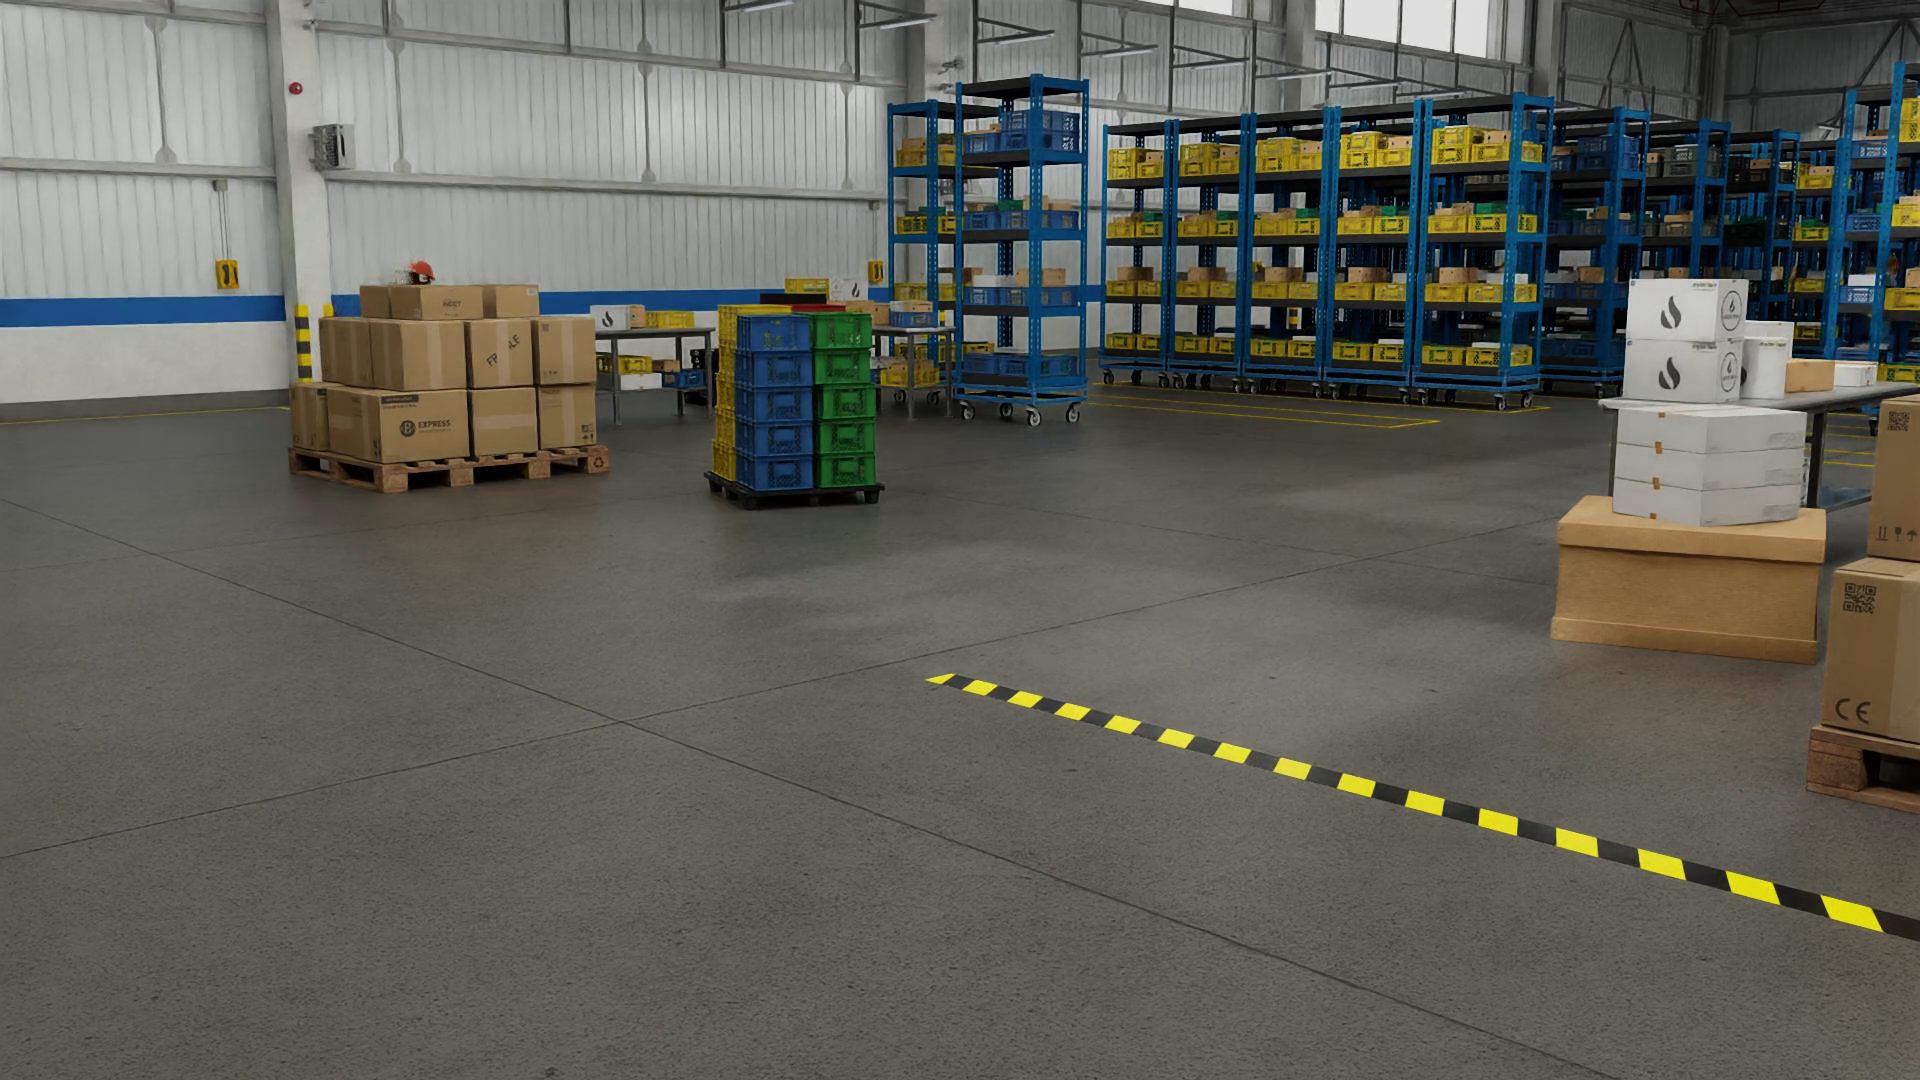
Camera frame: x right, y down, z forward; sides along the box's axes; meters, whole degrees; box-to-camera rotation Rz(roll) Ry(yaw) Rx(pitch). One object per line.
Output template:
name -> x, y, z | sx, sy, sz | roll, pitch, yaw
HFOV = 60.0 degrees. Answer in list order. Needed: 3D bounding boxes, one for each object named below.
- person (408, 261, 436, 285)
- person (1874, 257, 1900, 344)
person -> -5.721, -2.109, 17.766 | 0.669, 1.712, 0.613 | -6, 11, -30
person -> 14.819, -3.634, 26.707 | 0.411, 1.802, 0.742 | 5, 11, 28
